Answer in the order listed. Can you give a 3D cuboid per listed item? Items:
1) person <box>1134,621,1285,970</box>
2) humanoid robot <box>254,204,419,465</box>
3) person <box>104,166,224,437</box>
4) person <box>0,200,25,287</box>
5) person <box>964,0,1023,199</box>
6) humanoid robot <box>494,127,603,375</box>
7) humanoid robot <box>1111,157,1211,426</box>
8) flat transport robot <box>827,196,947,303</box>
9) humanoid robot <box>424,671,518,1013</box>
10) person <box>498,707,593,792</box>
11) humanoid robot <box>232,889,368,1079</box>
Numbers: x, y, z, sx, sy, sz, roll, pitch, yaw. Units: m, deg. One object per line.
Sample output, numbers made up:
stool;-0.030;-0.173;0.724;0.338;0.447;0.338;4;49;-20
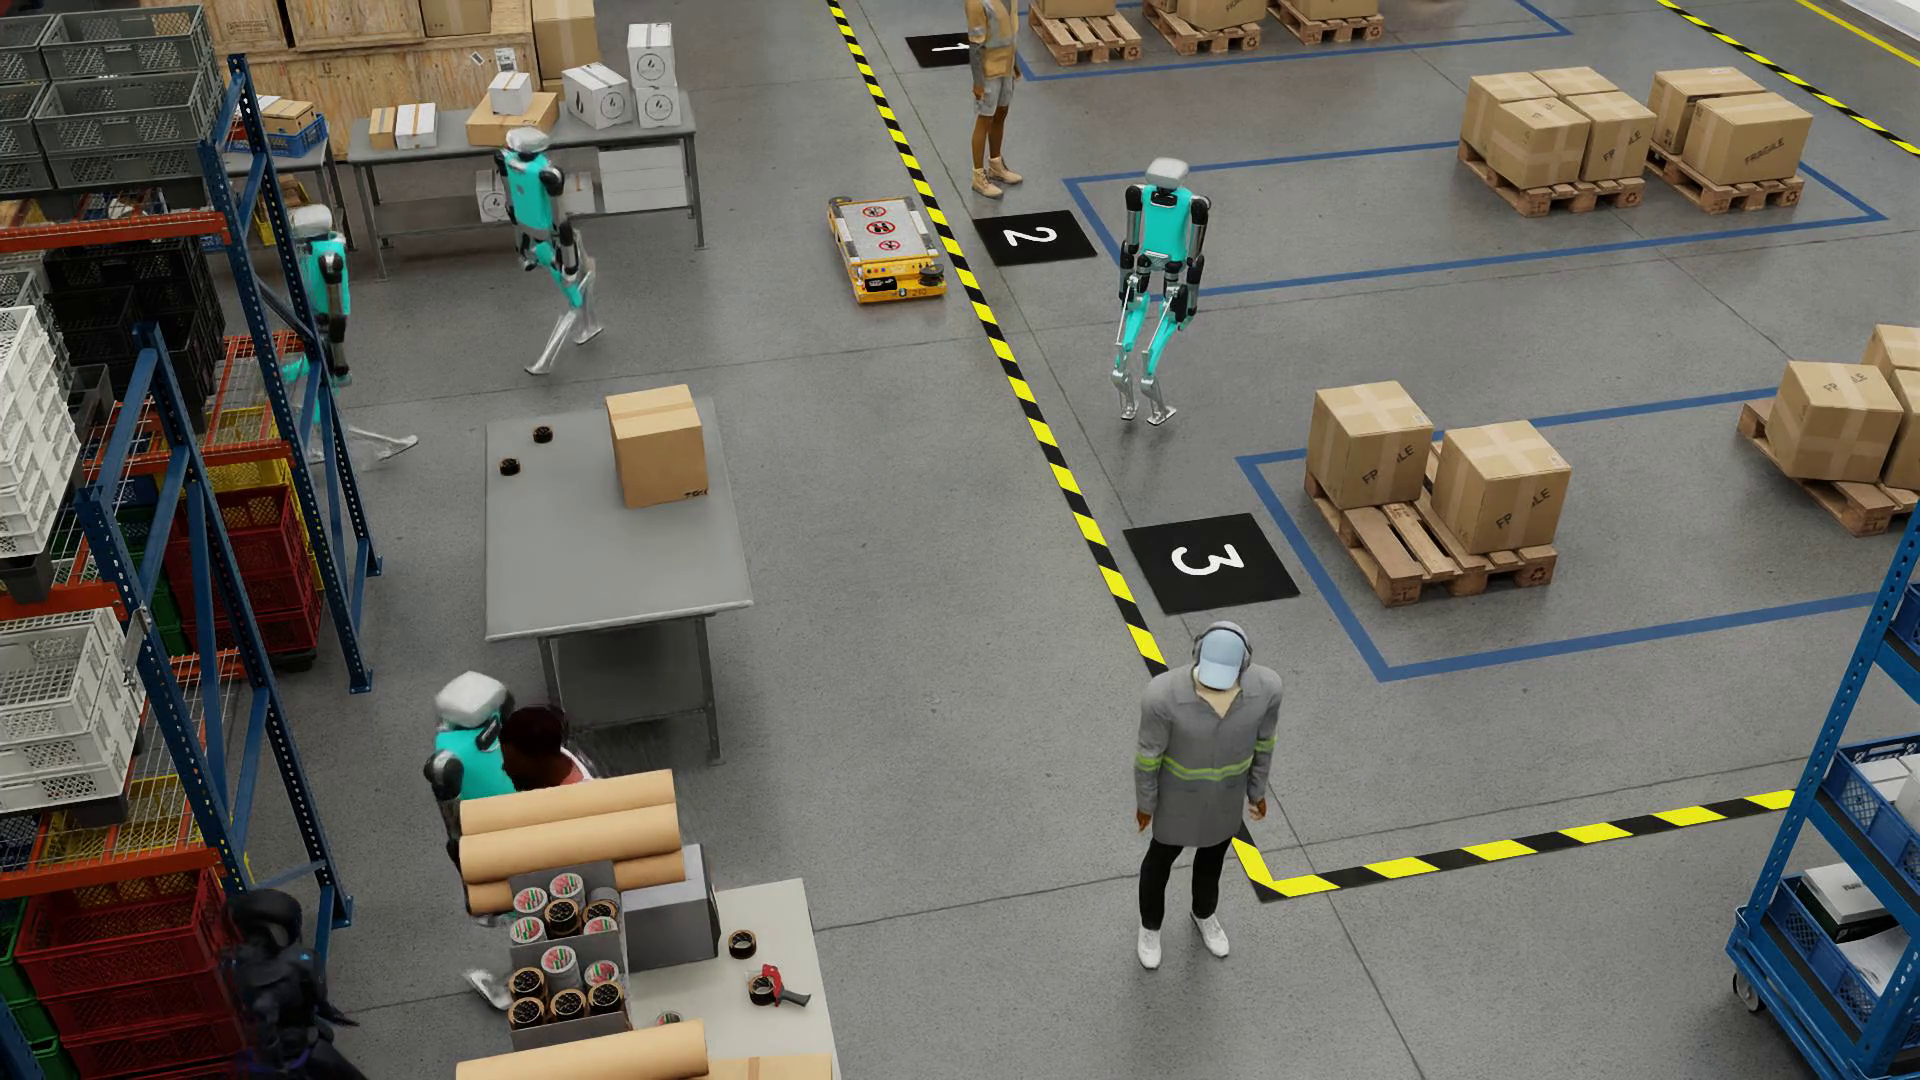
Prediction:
person;1.001;1.048;6.822;0.589;1.848;0.404;-5;37;-7
humanoid robot;-3.843;-1.104;9.807;1.003;1.736;0.540;-16;39;-20
person;-4.936;-1.484;10.241;0.506;1.837;0.334;30;46;34
person;-6.454;-2.076;10.991;0.643;1.880;0.579;-11;38;-15
person;0.290;-3.714;13.058;0.359;2.047;0.613;21;42;26
humanoid robot;-2.605;-1.927;10.919;0.559;1.734;1.030;22;42;27
humanoid robot;1.136;-1.432;10.132;0.533;1.681;0.735;17;40;22
flat transport robot;-0.570;-2.220;12.538;0.659;0.231;1.431;-8;37;-10
humanoid robot;-1.604;1.302;6.597;0.955;1.767;0.579;8;37;10
person;-1.477;1.363;6.356;0.460;1.905;0.652;-23;42;-27
humanoid robot;-2.323;1.848;5.884;0.346;1.644;0.610;-7;37;-9
